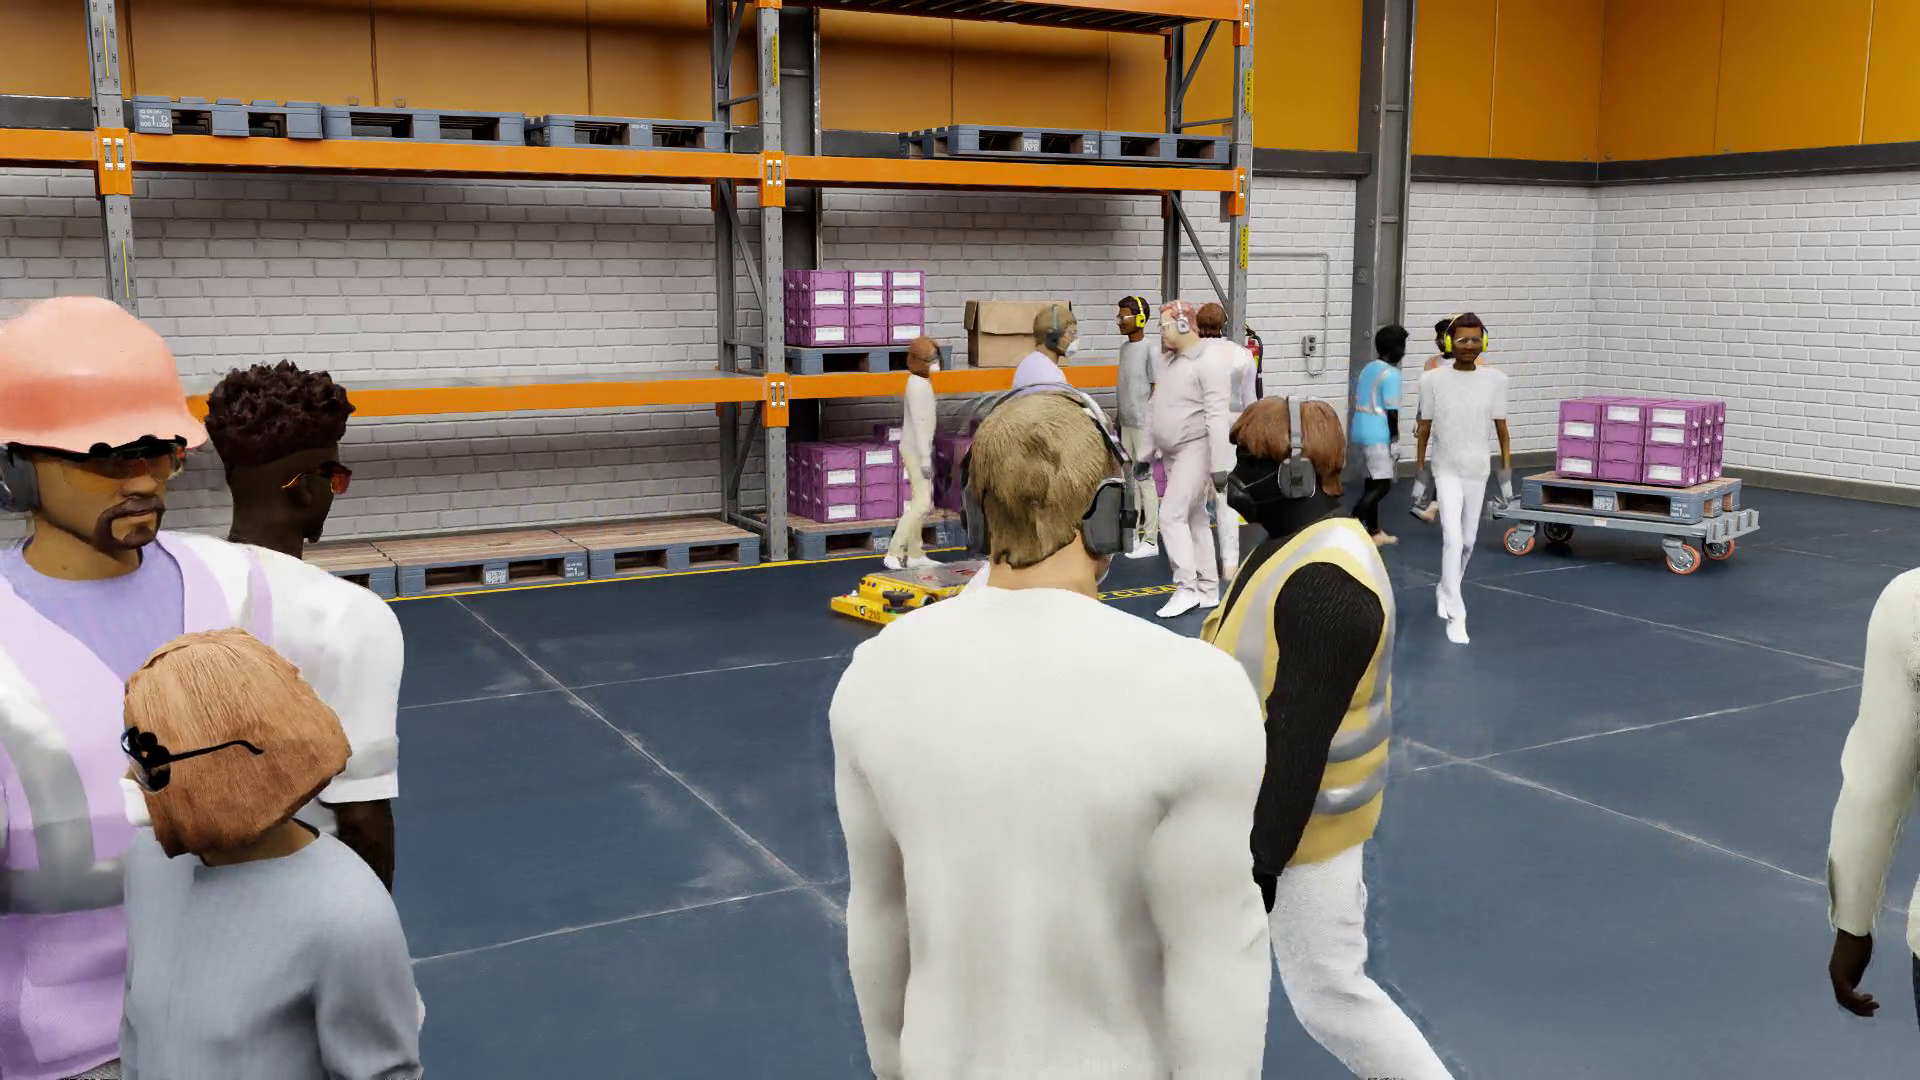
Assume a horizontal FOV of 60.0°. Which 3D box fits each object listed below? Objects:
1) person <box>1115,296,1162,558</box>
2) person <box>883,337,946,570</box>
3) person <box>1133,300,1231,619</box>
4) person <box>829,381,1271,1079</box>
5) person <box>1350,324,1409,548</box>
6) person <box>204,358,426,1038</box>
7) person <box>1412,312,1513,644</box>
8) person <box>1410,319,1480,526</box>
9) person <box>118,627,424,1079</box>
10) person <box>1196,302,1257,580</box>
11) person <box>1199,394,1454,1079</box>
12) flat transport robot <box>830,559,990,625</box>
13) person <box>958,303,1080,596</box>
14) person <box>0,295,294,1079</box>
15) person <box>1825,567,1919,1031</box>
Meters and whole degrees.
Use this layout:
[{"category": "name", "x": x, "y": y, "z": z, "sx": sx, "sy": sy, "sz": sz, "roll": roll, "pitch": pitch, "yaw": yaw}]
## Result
[{"category": "person", "x": 1.253, "y": -0.803, "z": 11.893, "sx": 0.323, "sy": 1.870, "sz": 0.518, "roll": -4, "pitch": 10, "yaw": -25}, {"category": "person", "x": -0.292, "y": -0.566, "z": 11.259, "sx": 0.396, "sy": 1.611, "sz": 0.560, "roll": 0, "pitch": 9, "yaw": 1}, {"category": "person", "x": 1.295, "y": -0.482, "z": 9.919, "sx": 0.669, "sy": 1.876, "sz": 0.650, "roll": -3, "pitch": 10, "yaw": -18}, {"category": "person", "x": 0.098, "y": 0.758, "z": 2.202, "sx": 0.639, "sy": 1.924, "sz": 0.500, "roll": 7, "pitch": 12, "yaw": 36}, {"category": "person", "x": 2.979, "y": -0.723, "z": 12.025, "sx": 0.534, "sy": 1.678, "sz": 0.563, "roll": -1, "pitch": 9, "yaw": -9}, {"category": "person", "x": -1.250, "y": 0.650, "z": 2.890, "sx": 0.602, "sy": 1.927, "sz": 0.966, "roll": 2, "pitch": 10, "yaw": 14}, {"category": "person", "x": 2.866, "y": -0.388, "z": 9.498, "sx": 0.532, "sy": 1.838, "sz": 0.915, "roll": 1, "pitch": 9, "yaw": 4}, {"category": "person", "x": 3.881, "y": -0.942, "z": 13.388, "sx": 0.847, "sy": 1.649, "sz": 0.543, "roll": -6, "pitch": 11, "yaw": -32}, {"category": "person", "x": -0.900, "y": 0.912, "z": 2.158, "sx": 0.499, "sy": 1.632, "sz": 0.285, "roll": 5, "pitch": 11, "yaw": 30}, {"category": "person", "x": 1.647, "y": -0.648, "z": 11.034, "sx": 0.633, "sy": 1.841, "sz": 0.429, "roll": 1, "pitch": 9, "yaw": 5}, {"category": "person", "x": 0.754, "y": 0.591, "z": 3.577, "sx": 0.891, "sy": 1.816, "sz": 0.617, "roll": 0, "pitch": 9, "yaw": -1}, {"category": "flat transport robot", "x": -0.013, "y": 0.294, "z": 10.065, "sx": 1.431, "sy": 0.197, "sz": 0.652, "roll": -8, "pitch": 12, "yaw": -39}, {"category": "person", "x": 0.339, "y": -0.303, "z": 8.809, "sx": 0.975, "sy": 1.901, "sz": 0.632, "roll": 0, "pitch": 9, "yaw": -3}, {"category": "person", "x": -1.169, "y": 0.673, "z": 2.397, "sx": 0.413, "sy": 2.035, "sz": 0.636, "roll": 4, "pitch": 10, "yaw": 26}, {"category": "person", "x": 1.771, "y": 0.646, "z": 2.721, "sx": 0.653, "sy": 1.973, "sz": 0.628, "roll": 4, "pitch": 10, "yaw": 24}]
